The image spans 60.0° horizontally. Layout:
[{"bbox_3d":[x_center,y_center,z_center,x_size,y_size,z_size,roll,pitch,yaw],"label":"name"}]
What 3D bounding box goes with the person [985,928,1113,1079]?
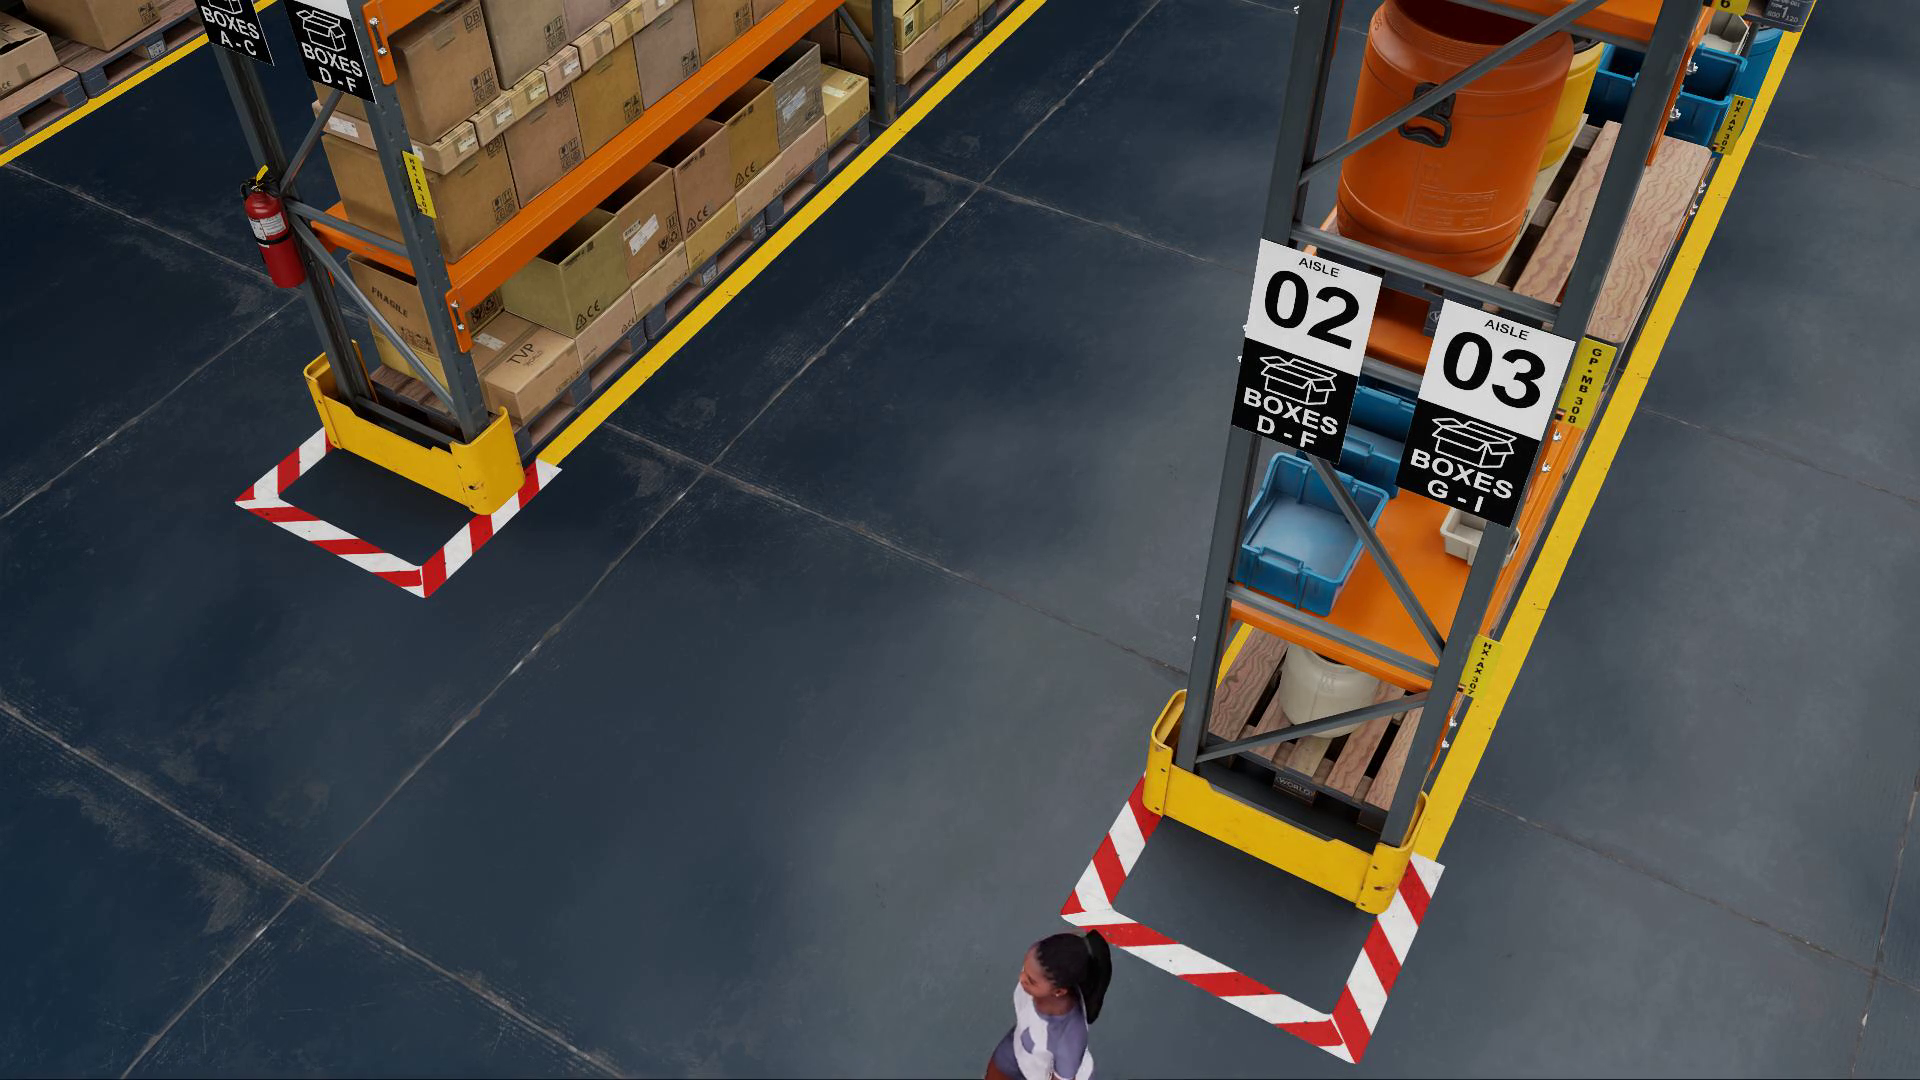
[{"bbox_3d":[0.405,1.846,5.784,1.212,1.680,1.152,-11,48,-10],"label":"person"}]
